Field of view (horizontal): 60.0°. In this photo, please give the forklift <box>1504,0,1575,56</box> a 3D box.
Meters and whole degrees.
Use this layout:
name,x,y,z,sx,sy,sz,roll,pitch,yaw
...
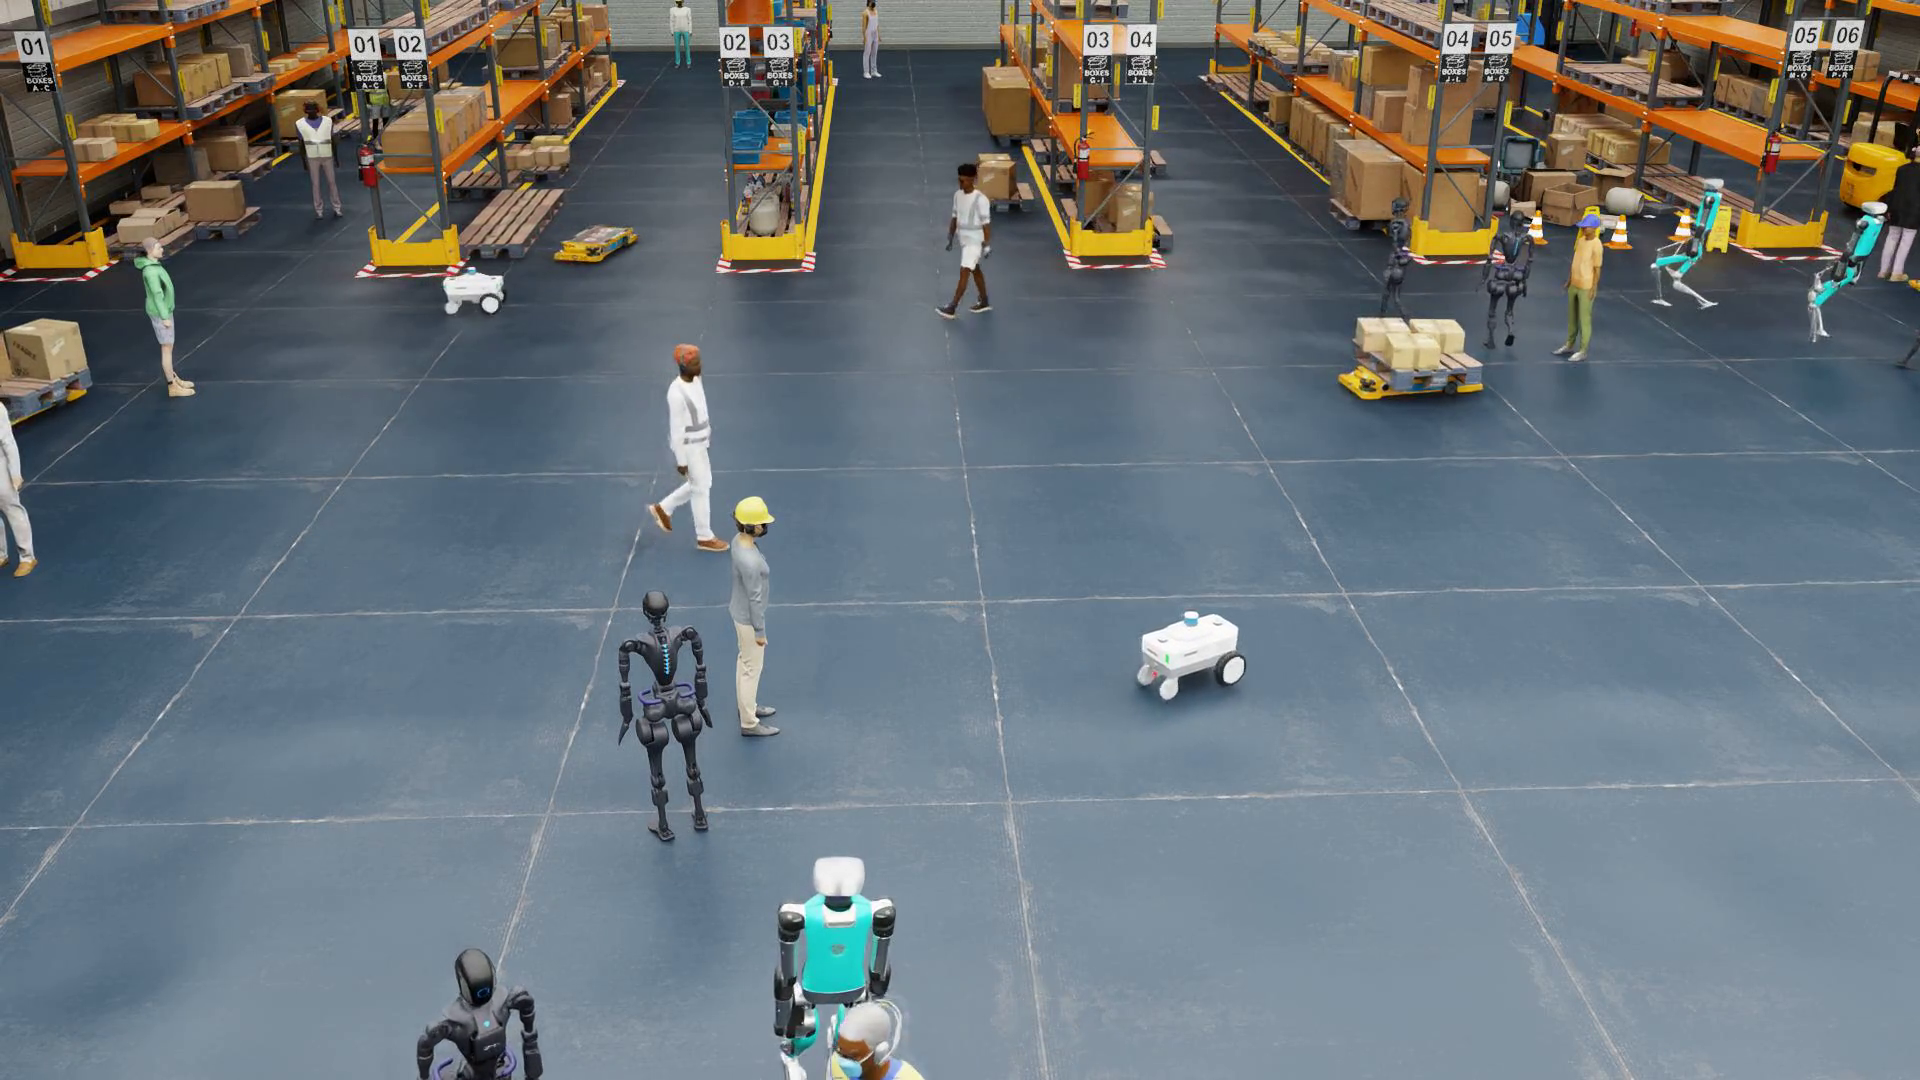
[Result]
name,x,y,z,sx,sy,sz,roll,pitch,yaw
forklift,14.700,-13.805,42.301,1.873,2.768,1.129,-1,24,-2

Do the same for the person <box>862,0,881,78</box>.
name,x,y,z,sx,sy,sz,roll,pitch,yaw
person,-2.050,-11.819,39.070,0.386,1.861,0.531,21,32,39

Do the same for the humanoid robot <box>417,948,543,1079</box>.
name,x,y,z,sx,sy,sz,roll,pitch,yaw
humanoid robot,-2.084,2.454,7.242,0.607,1.641,0.533,-19,30,-37

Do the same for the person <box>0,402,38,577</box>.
name,x,y,z,sx,sy,sz,roll,pitch,yaw
person,-8.089,-0.599,13.831,0.569,1.889,0.389,3,24,6

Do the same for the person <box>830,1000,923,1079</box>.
name,x,y,z,sx,sy,sz,roll,pitch,yaw
person,-0.316,2.620,6.608,0.569,1.876,0.484,21,32,39

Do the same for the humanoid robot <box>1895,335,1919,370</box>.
name,x,y,z,sx,sy,sz,roll,pitch,yaw
humanoid robot,11.150,-2.670,18.781,0.735,1.619,0.596,21,31,38

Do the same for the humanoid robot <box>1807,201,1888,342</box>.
name,x,y,z,sx,sy,sz,roll,pitch,yaw
humanoid robot,10.474,-3.172,19.898,0.539,1.844,0.797,-15,28,-31

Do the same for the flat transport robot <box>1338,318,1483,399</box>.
name,x,y,z,sx,sy,sz,roll,pitch,yaw
flat transport robot,5.015,-1.789,18.493,1.431,0.231,0.659,-5,25,-11

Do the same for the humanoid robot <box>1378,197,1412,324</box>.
name,x,y,z,sx,sy,sz,roll,pitch,yaw
humanoid robot,5.299,-3.354,20.330,0.630,1.649,0.602,12,27,25

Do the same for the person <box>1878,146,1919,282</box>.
name,x,y,z,sx,sy,sz,roll,pitch,yaw
person,12.797,-4.411,22.459,0.398,1.852,0.543,-14,27,-28

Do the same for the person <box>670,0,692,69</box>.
name,x,y,z,sx,sy,sz,roll,pitch,yaw
person,-6.770,-12.357,40.396,0.532,1.768,0.309,-2,24,-4

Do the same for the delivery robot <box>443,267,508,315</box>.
name,x,y,z,sx,sy,sz,roll,pitch,yaw
delivery robot,-6.214,-3.192,21.284,0.785,0.587,0.499,-2,24,-4

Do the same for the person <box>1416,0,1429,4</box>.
name,x,y,z,sx,sy,sz,roll,pitch,yaw
person,11.697,-13.054,41.924,0.395,1.799,0.589,-19,30,-36

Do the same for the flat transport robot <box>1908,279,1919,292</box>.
name,x,y,z,sx,sy,sz,roll,pitch,yaw
flat transport robot,13.432,-3.345,21.988,1.431,0.231,0.659,4,24,8

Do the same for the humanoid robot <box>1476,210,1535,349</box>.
name,x,y,z,sx,sy,sz,roll,pitch,yaw
humanoid robot,6.433,-3.048,19.595,0.605,1.647,0.458,1,24,2

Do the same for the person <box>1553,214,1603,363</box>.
name,x,y,z,sx,sy,sz,roll,pitch,yaw
person,7.191,-2.915,19.262,0.374,1.706,0.466,-6,25,-12

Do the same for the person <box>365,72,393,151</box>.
name,x,y,z,sx,sy,sz,roll,pitch,yaw
person,-10.826,-8.143,31.011,0.316,1.695,0.540,17,29,33

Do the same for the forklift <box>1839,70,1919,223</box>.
name,x,y,z,sx,sy,sz,roll,pitch,yaw
forklift,15.132,-6.143,25.915,2.313,2.155,1.214,-1,24,-2

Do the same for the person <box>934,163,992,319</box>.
name,x,y,z,sx,sy,sz,roll,pitch,yaw
person,0.022,-3.738,20.834,0.958,1.920,0.630,-15,28,-30

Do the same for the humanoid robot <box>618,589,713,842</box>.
name,x,y,z,sx,sy,sz,roll,pitch,yaw
humanoid robot,-1.829,1.074,10.310,0.599,1.657,0.315,-11,26,-23

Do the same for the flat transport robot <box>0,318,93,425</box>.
name,x,y,z,sx,sy,sz,roll,pitch,yaw
flat transport robot,-10.082,-1.435,17.697,0.659,0.231,1.431,6,25,12

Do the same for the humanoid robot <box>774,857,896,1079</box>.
name,x,y,z,sx,sy,sz,roll,pitch,yaw
humanoid robot,-0.634,2.134,7.937,0.577,1.811,0.912,-5,24,-10

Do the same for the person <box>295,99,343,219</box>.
name,x,y,z,sx,sy,sz,roll,pitch,yaw
person,-9.968,-5.932,25.879,0.556,1.836,0.397,-12,27,-25

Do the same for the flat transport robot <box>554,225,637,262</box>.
name,x,y,z,sx,sy,sz,roll,pitch,yaw
flat transport robot,-5.277,-4.306,24.148,0.659,0.231,1.431,5,25,12

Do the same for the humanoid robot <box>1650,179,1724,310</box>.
name,x,y,z,sx,sy,sz,roll,pitch,yaw
humanoid robot,9.169,-3.719,21.031,1.020,1.728,0.558,14,28,29

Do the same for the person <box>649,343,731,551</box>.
name,x,y,z,sx,sy,sz,roll,pitch,yaw
person,-2.369,-0.798,14.298,0.661,1.868,0.579,3,24,7

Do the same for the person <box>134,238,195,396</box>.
name,x,y,z,sx,sy,sz,roll,pitch,yaw
person,-8.686,-2.434,18.129,0.348,1.743,0.472,-10,26,-21

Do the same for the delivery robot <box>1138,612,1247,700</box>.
name,x,y,z,sx,sy,sz,roll,pitch,yaw
delivery robot,1.701,0.806,12.280,0.756,0.571,0.499,-14,28,-29

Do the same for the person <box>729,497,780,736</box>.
name,x,y,z,sx,sy,sz,roll,pitch,yaw
person,-1.418,0.519,11.477,0.333,1.757,0.515,-7,25,-16
